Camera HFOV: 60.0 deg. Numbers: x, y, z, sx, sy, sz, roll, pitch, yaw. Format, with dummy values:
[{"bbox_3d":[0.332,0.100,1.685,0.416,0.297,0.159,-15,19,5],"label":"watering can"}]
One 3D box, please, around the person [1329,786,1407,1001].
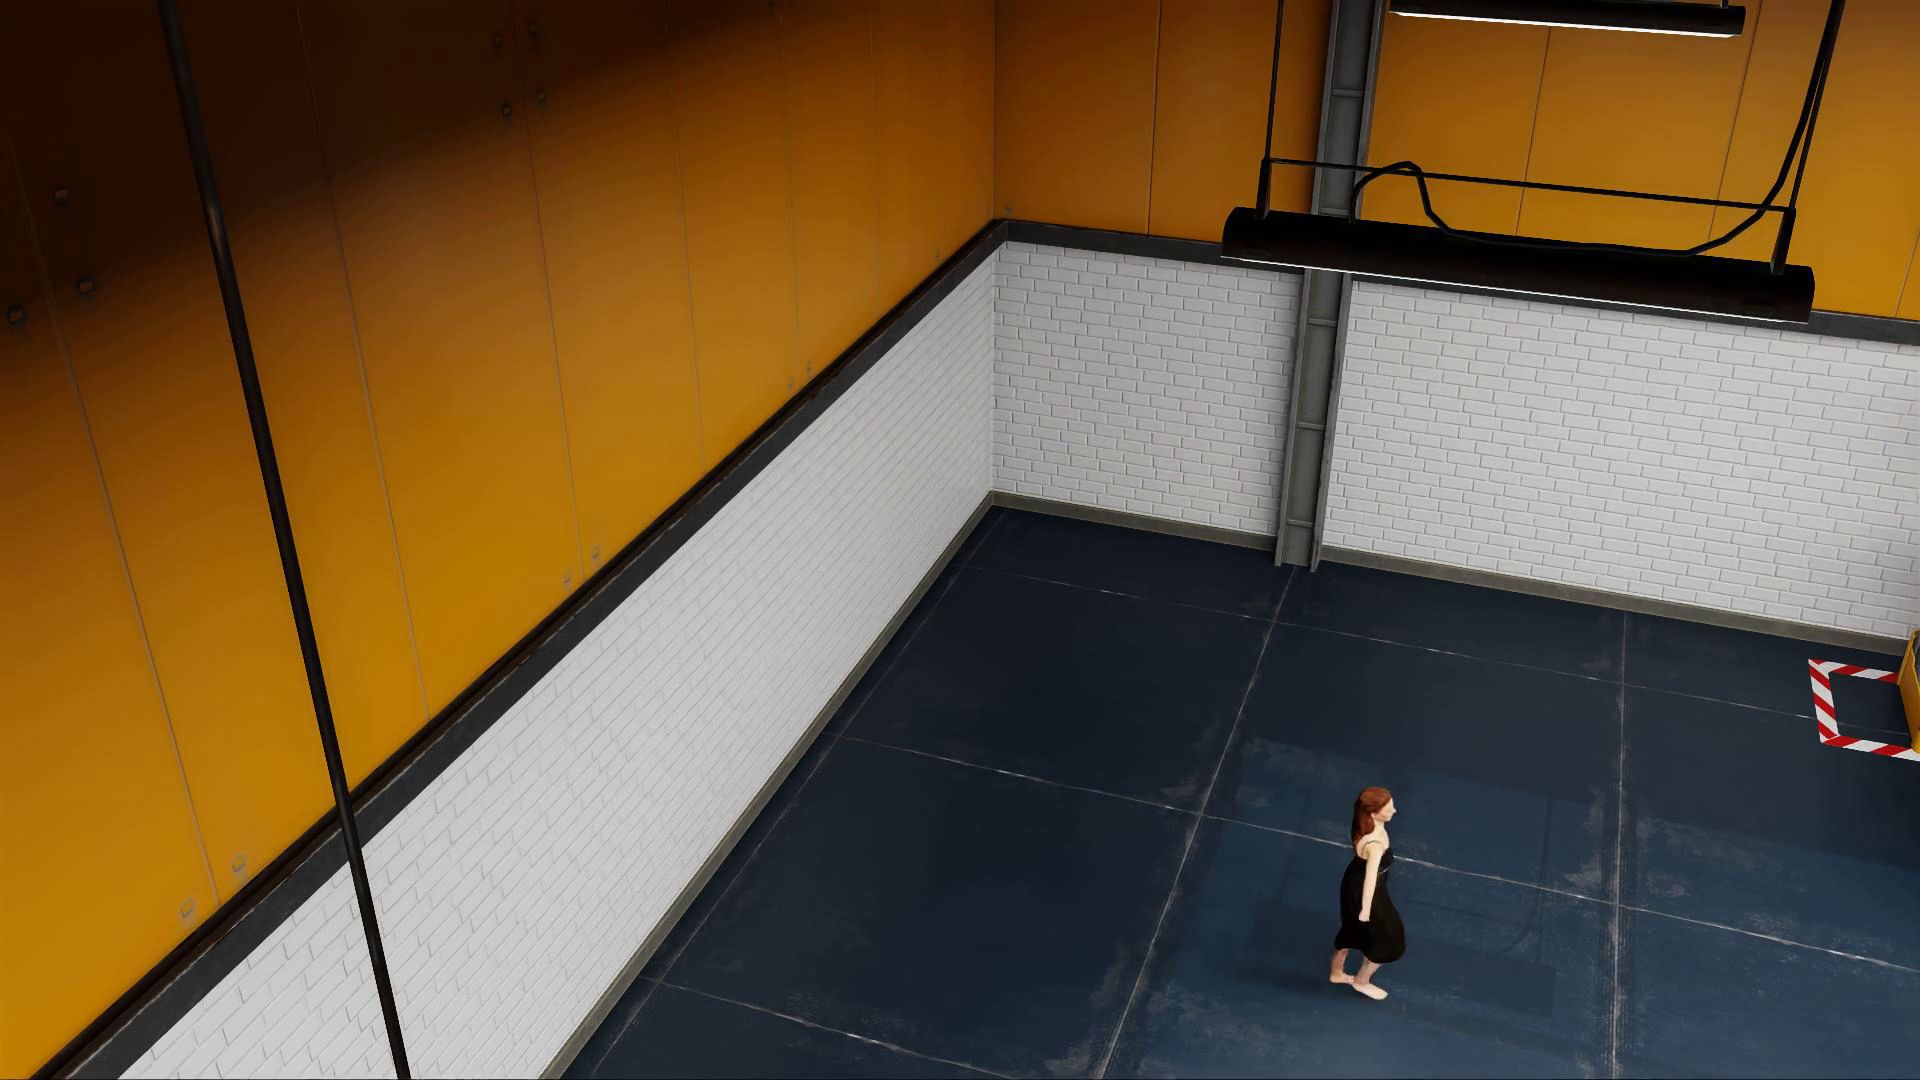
[{"bbox_3d":[2.516,2.248,10.696,0.710,1.615,0.652,1,29,3],"label":"person"}]
